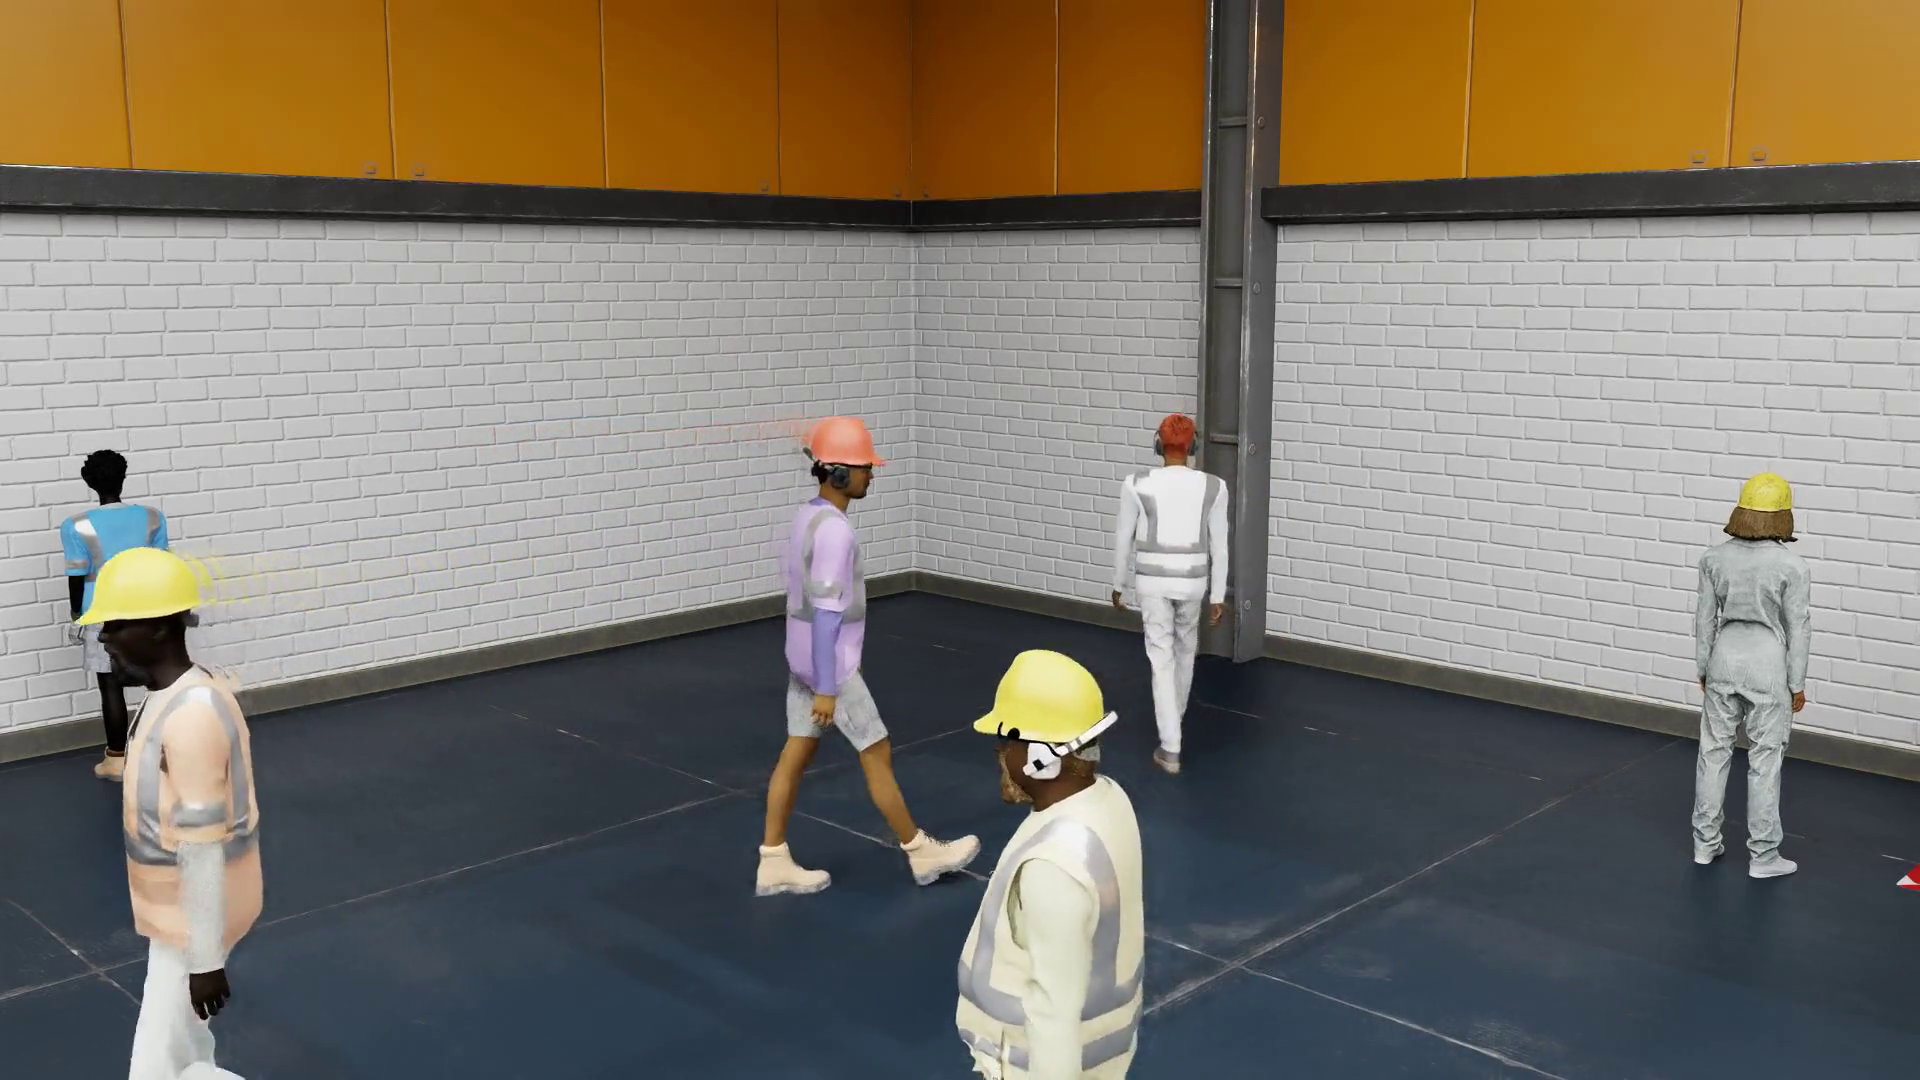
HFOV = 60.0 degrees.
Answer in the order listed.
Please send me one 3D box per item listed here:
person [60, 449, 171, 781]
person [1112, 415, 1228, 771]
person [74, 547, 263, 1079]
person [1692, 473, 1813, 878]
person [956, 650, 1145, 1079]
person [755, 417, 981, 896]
[{"bbox_3d":[-4.293,0.382,8.516,0.322,1.699,0.535,8,12,41],"label":"person"},{"bbox_3d":[1.105,0.245,8.937,0.580,1.839,0.944,-1,9,-7],"label":"person"},{"bbox_3d":[-1.978,0.957,4.343,0.487,1.907,0.602,-5,11,-29],"label":"person"},{"bbox_3d":[3.419,0.578,7.183,0.295,1.744,0.484,-8,12,-39],"label":"person"},{"bbox_3d":[0.266,1.122,3.673,0.853,1.802,0.602,3,10,17],"label":"person"},{"bbox_3d":[-0.413,0.492,6.919,1.003,1.995,0.639,-3,10,-16],"label":"person"}]
